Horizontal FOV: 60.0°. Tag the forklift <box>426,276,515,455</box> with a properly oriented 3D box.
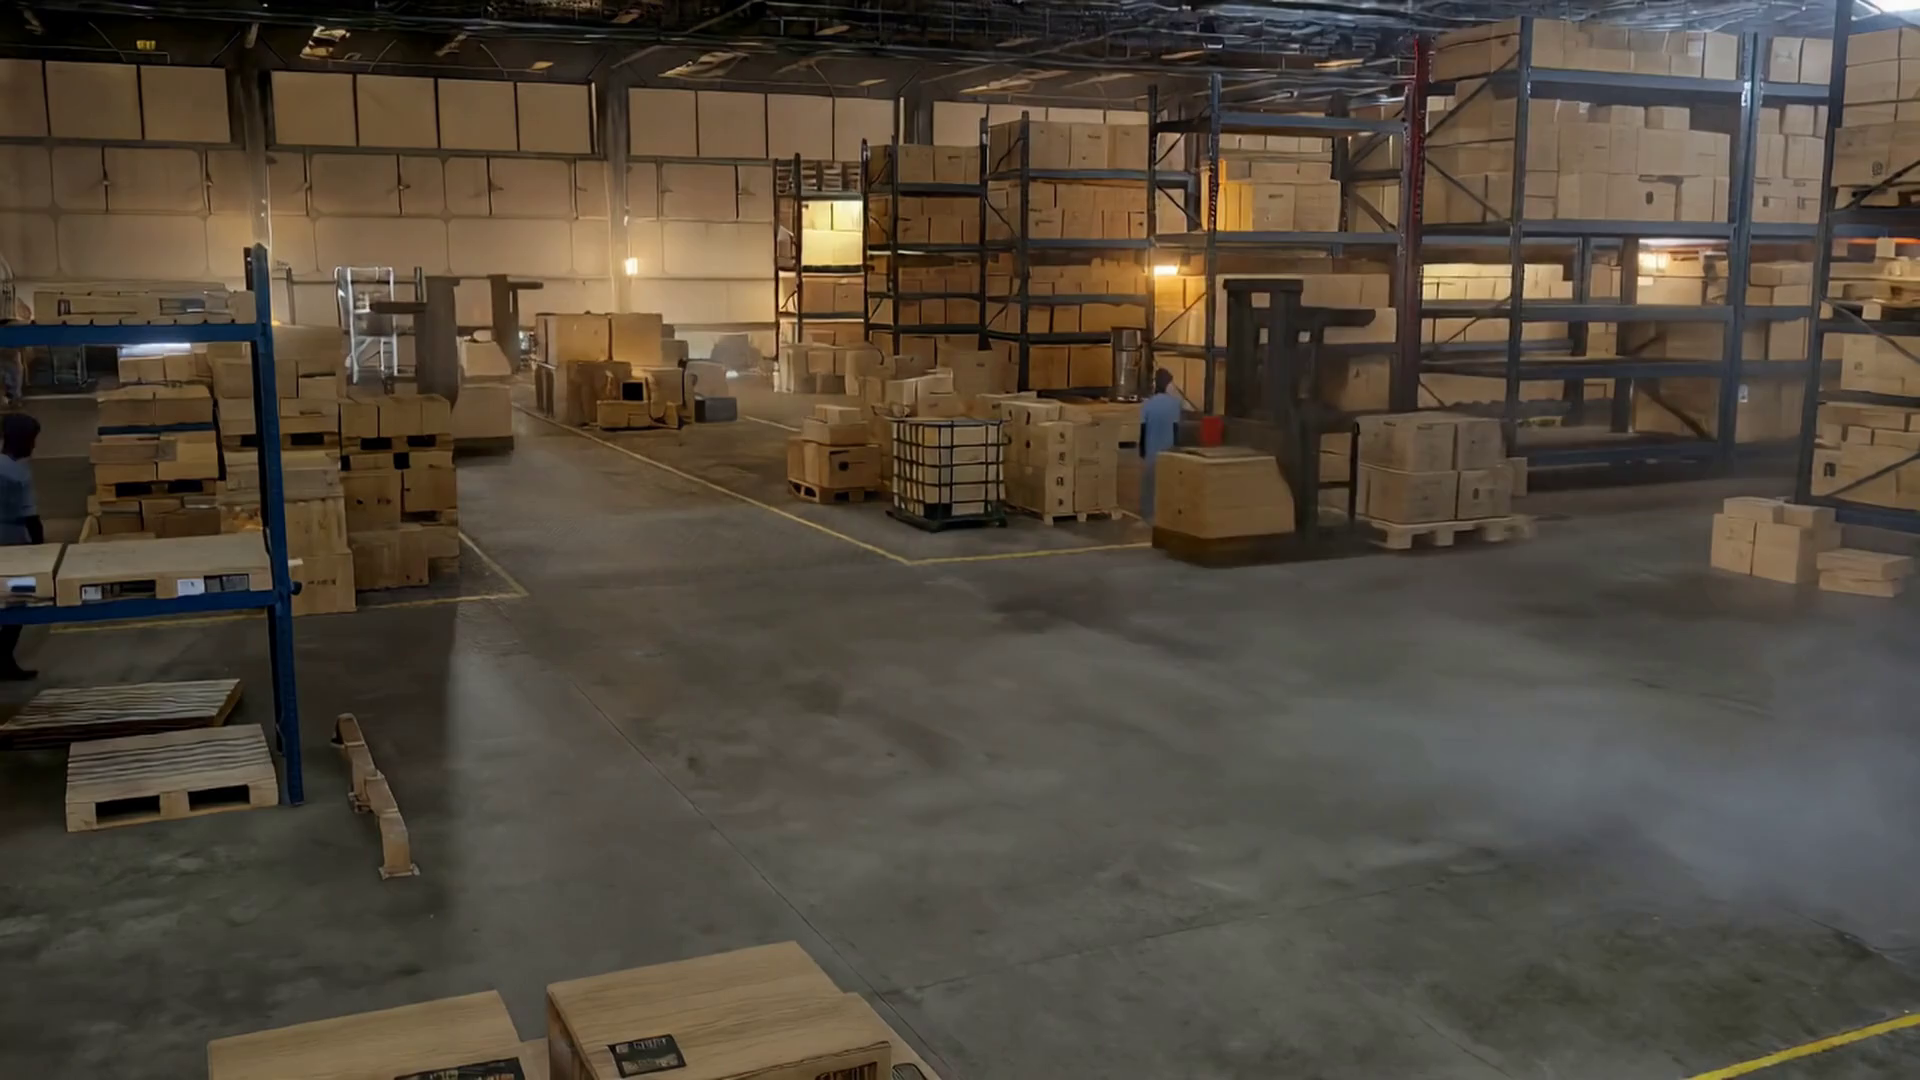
[{"bbox_3d":[-8.069,-2.737,26.069,1.873,2.768,1.129,-4,10,-25],"label":"forklift"}]

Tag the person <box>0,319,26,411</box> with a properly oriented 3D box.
[{"bbox_3d":[-19.966,-3.665,34.877,0.674,1.891,0.884,-5,10,-26],"label":"person"}]

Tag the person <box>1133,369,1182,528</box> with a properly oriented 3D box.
[{"bbox_3d":[2.185,-0.988,18.488,0.502,1.818,0.939,-1,9,-9],"label":"person"}]

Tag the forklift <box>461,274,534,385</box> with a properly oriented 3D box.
[{"bbox_3d":[-11.676,-5.344,42.246,1.873,2.768,1.129,-4,10,-25],"label":"forklift"}]

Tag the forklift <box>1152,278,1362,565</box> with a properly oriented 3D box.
[{"bbox_3d":[2.999,-1.243,16.796,1.873,2.768,1.129,-4,10,-25],"label":"forklift"}]

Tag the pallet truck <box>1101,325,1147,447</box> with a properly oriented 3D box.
[{"bbox_3d":[2.881,-2.596,27.923,0.823,1.965,1.885,-1,9,-7],"label":"pallet truck"}]

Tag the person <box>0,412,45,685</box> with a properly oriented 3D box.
[{"bbox_3d":[-6.699,0.063,11.657,0.673,1.923,0.468,4,10,22],"label":"person"}]
